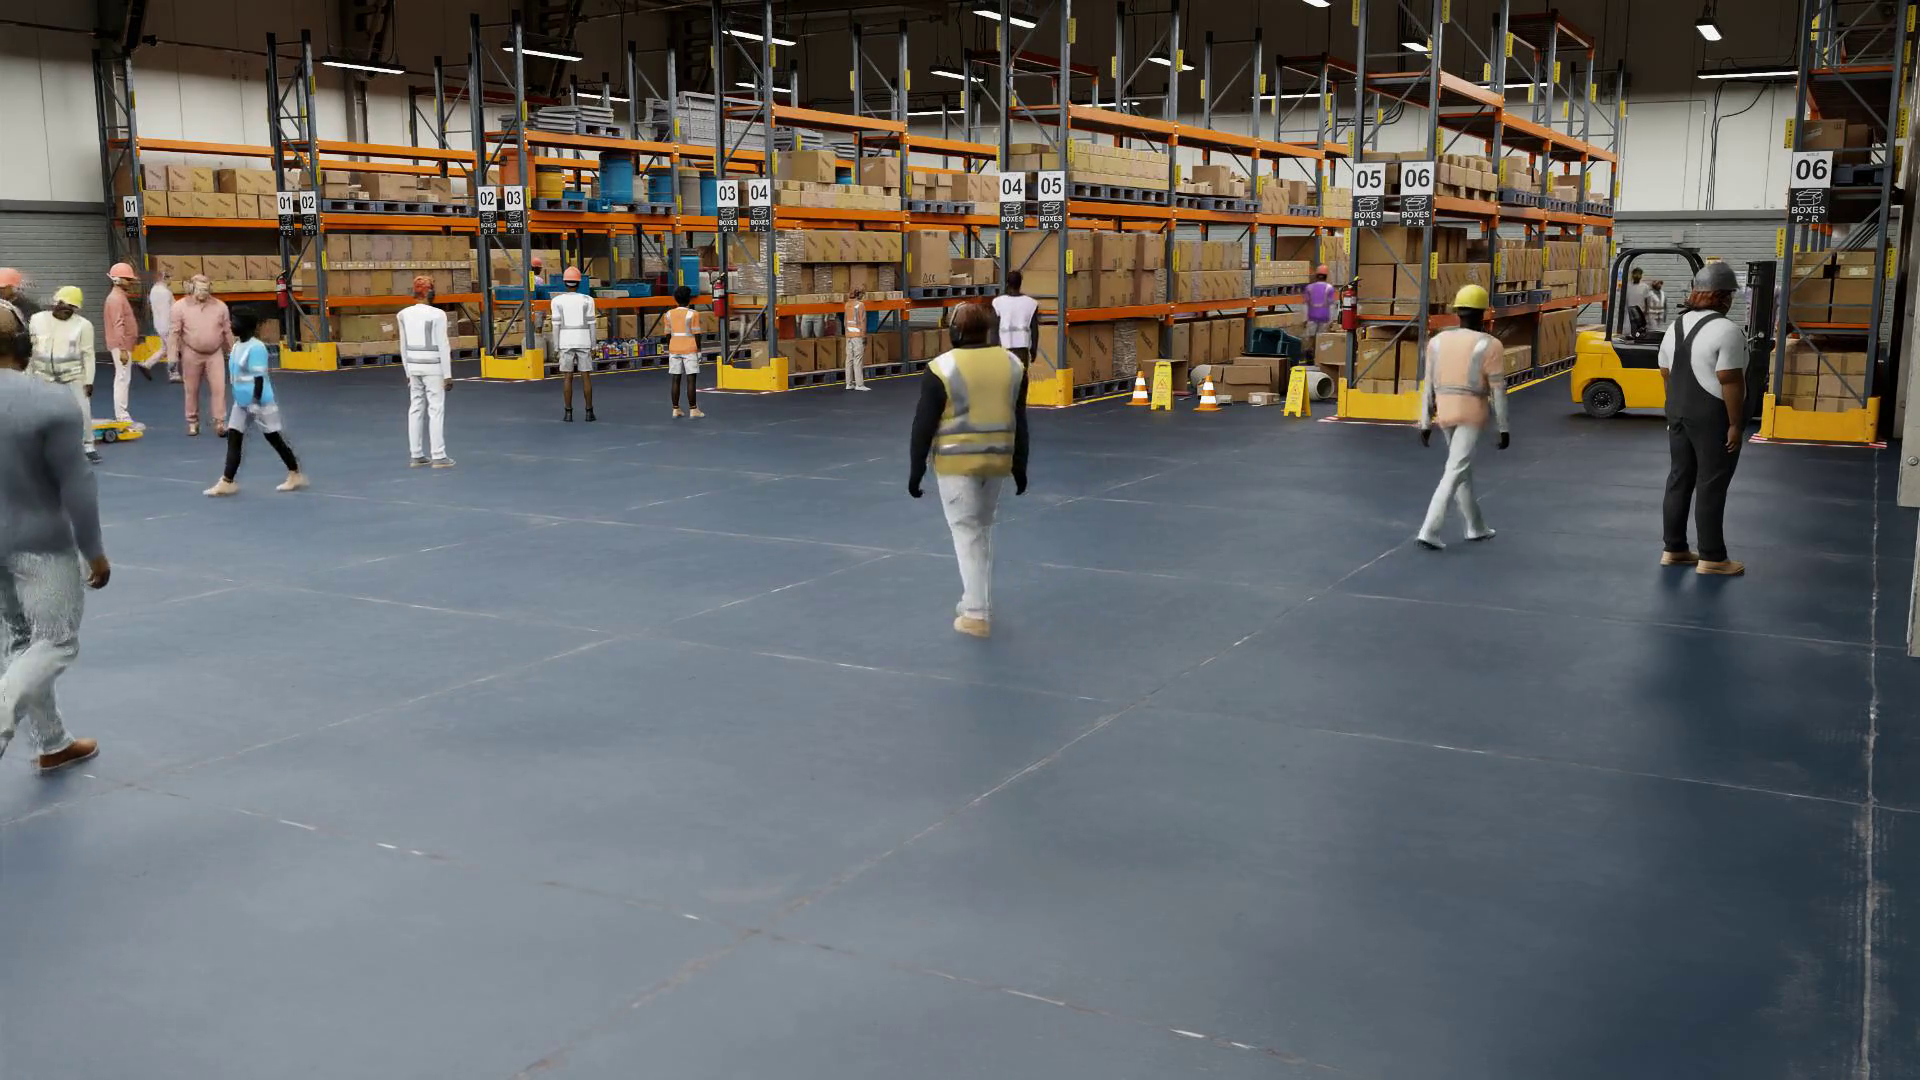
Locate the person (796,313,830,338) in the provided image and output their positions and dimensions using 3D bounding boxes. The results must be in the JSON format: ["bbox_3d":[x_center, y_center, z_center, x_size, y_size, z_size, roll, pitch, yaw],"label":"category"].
[{"bbox_3d":[-2.617,-3.919,29.527,0.632,1.933,0.369,0,10,1],"label":"person"}]

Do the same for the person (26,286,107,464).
[{"bbox_3d":[-8.855,-1.603,16.415,0.672,1.783,0.425,-2,10,-10],"label":"person"}]

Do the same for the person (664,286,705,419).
[{"bbox_3d":[-3.523,-2.396,21.274,0.533,1.697,0.318,4,11,23],"label":"person"}]

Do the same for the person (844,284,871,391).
[{"bbox_3d":[-1.607,-3.115,25.659,0.312,1.638,0.512,-7,12,-37],"label":"person"}]

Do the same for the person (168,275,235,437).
[{"bbox_3d":[-8.668,-2.093,19.054,0.746,1.845,0.982,-7,12,-35],"label":"person"}]

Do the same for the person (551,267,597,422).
[{"bbox_3d":[-4.828,-2.444,20.853,0.542,1.938,0.357,-2,10,-13],"label":"person"}]

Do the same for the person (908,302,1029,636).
[{"bbox_3d":[0.005,-0.402,9.226,0.662,1.817,0.699,-6,11,-30],"label":"person"}]

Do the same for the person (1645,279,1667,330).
[{"bbox_3d":[14.525,-4.676,34.877,0.531,1.612,0.645,-3,10,-16],"label":"person"}]

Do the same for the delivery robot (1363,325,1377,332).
[{"bbox_3d":[9.317,-4.634,37.437,0.707,0.478,0.477,-1,10,-7],"label":"delivery robot"}]

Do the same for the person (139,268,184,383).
[{"bbox_3d":[-12.975,-3.476,27.048,0.613,1.886,0.651,-7,12,-36],"label":"person"}]

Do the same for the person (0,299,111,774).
[{"bbox_3d":[-3.650,0.042,6.373,0.634,1.917,0.826,2,10,12],"label":"person"}]

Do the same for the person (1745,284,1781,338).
[{"bbox_3d":[13.964,-3.812,28.921,0.585,1.919,0.388,5,11,25],"label":"person"}]

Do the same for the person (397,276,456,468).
[{"bbox_3d":[-5.231,-1.643,16.333,0.575,1.878,0.338,4,11,23],"label":"person"}]

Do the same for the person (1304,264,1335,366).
[{"bbox_3d":[6.603,-4.093,30.548,0.569,1.918,0.470,4,11,24],"label":"person"}]

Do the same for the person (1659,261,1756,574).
[{"bbox_3d":[4.951,-0.806,10.959,0.538,2.000,0.683,-3,10,-15],"label":"person"}]

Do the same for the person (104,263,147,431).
[{"bbox_3d":[-9.927,-2.286,19.765,0.392,1.990,0.614,-4,11,-24],"label":"person"}]

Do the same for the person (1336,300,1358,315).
[{"bbox_3d":[9.376,-5.768,40.140,0.623,1.989,0.945,6,12,33],"label":"person"}]

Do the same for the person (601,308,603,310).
[{"bbox_3d":[-8.475,-5.864,40.921,0.616,1.931,0.961,7,12,36],"label":"person"}]

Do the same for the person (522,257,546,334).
[{"bbox_3d":[-8.363,-4.538,32.803,0.610,2.042,0.396,8,13,40],"label":"person"}]

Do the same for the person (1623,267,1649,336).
[{"bbox_3d":[13.631,-4.588,33.627,0.538,1.859,0.506,4,11,24],"label":"person"}]

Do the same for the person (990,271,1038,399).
[{"bbox_3d":[0.648,-2.360,20.517,0.624,1.876,0.939,-2,10,-9],"label":"person"}]

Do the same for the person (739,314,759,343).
[{"bbox_3d":[-5.059,-5.515,39.806,0.543,1.599,0.781,3,10,19],"label":"person"}]

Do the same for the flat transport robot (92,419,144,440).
[{"bbox_3d":[-9.854,-1.179,18.316,0.652,0.197,1.431,6,11,31],"label":"flat transport robot"}]

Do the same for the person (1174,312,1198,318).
[{"bbox_3d":[4.413,-4.366,32.311,0.650,1.875,0.656,1,10,8],"label":"person"}]

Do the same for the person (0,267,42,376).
[{"bbox_3d":[-9.567,-1.820,17.115,0.625,1.967,0.831,3,10,17],"label":"person"}]

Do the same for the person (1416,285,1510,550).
[{"bbox_3d":[3.583,-0.875,11.863,1.011,1.881,0.600,-8,12,-38],"label":"person"}]

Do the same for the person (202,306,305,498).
[{"bbox_3d":[-6.147,-1.206,14.446,0.540,1.652,0.857,9,13,41],"label":"person"}]
